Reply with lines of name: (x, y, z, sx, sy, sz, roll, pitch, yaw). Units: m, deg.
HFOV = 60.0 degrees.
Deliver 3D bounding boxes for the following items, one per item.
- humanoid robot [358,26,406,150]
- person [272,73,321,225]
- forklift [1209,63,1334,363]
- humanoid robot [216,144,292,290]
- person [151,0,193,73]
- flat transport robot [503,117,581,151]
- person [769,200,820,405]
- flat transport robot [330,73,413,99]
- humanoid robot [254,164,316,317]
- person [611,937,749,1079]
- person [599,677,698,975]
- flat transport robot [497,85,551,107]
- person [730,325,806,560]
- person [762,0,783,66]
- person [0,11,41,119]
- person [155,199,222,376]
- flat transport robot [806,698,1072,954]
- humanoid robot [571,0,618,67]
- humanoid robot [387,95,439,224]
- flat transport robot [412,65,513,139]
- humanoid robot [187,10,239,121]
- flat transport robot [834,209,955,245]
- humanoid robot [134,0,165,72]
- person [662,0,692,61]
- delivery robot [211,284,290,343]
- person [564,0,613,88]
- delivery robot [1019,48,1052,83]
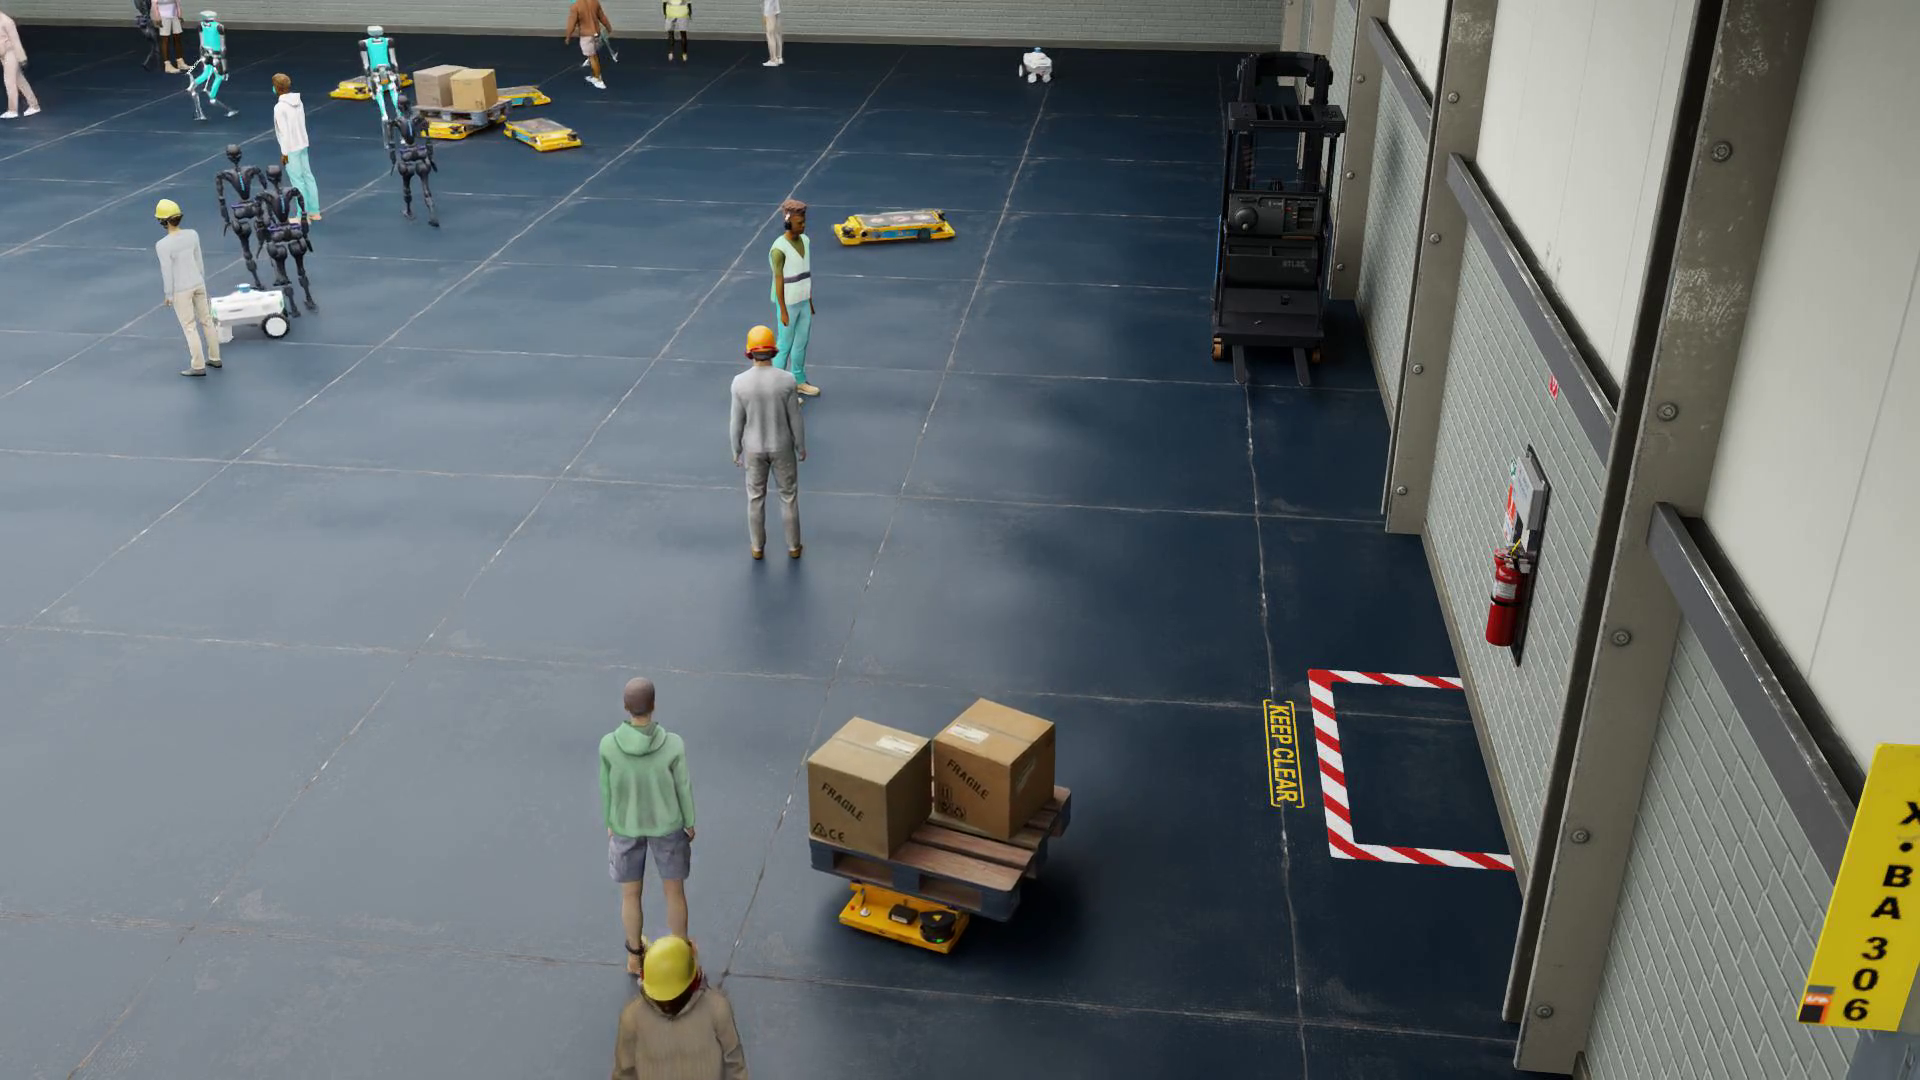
humanoid robot: (-8.614, -6.781, 25.071, 0.530, 1.795, 0.800, -17, 31, -30)
person: (-8.517, -5.001, 21.284, 0.375, 1.916, 0.498, 6, 27, 12)
forklift: (3.241, -3.477, 17.183, 1.129, 2.768, 1.873, 3, 27, 6)
humanoid robot: (-8.036, -3.636, 18.830, 0.612, 1.648, 0.464, -12, 29, -22)
person: (-14.380, -9.553, 30.248, 0.408, 2.035, 0.610, 10, 28, 20)
flat transport robot: (-6.455, -6.258, 25.631, 0.659, 0.231, 1.431, -18, 32, -32)
person: (-1.589, -2.258, 15.757, 0.391, 1.971, 0.479, 16, 31, 29)
flat transport robot: (-10.234, -7.920, 28.949, 0.659, 0.231, 1.431, 9, 28, 17)
humanoid robot: (-7.376, -3.268, 18.091, 0.602, 1.654, 0.429, -19, 32, -33)
person: (-1.162, 2.305, 6.922, 0.564, 1.725, 0.897, -2, 27, -4)
person: (-1.589, 1.490, 8.530, 0.464, 1.732, 0.326, -2, 27, -4)
flat transport robot: (-7.675, -7.390, 27.892, 1.431, 0.231, 0.659, -18, 32, -31)
person: (-1.476, -0.735, 12.805, 0.574, 1.889, 0.387, -2, 27, -4)
person: (-3.486, -9.749, 30.823, 0.421, 1.871, 0.514, 10, 28, 20)
person: (-15.472, -7.780, 26.899, 0.678, 1.870, 0.774, 19, 32, 33)
person: (-7.658, -2.490, 16.439, 0.306, 1.768, 0.523, 9, 28, 17)
flat transport robot: (-0.083, 1.801, 9.544, 0.659, 0.231, 1.431, 11, 29, 21)
humanoid robot: (-6.763, -9.694, 30.888, 0.938, 1.793, 0.559, -16, 31, -28)
humanoid robot: (-7.033, -4.884, 21.366, 0.601, 1.628, 0.769, -18, 32, -31)
flat transport robot: (-7.832, -6.590, 26.294, 0.659, 0.231, 1.431, 7, 27, 14)
humanoid robot: (-12.012, -7.464, 26.453, 0.549, 1.769, 1.028, 11, 29, 21)
flat transport robot: (-0.832, -3.952, 21.028, 1.431, 0.231, 0.659, -6, 27, -12)
humanoid robot: (-14.799, -9.338, 30.235, 0.493, 1.637, 0.615, -16, 31, -29)
person: (-5.299, -9.861, 31.239, 0.558, 1.688, 0.371, -2, 27, -5)
delivery robot: (-7.536, -2.423, 17.648, 0.785, 0.587, 0.499, -11, 29, -21)
person: (-6.524, -8.875, 29.125, 0.810, 1.812, 0.835, 23, 34, 37)
delivery robot: (1.374, -8.521, 29.822, 0.525, 0.587, 0.752, -7, 28, -14)
